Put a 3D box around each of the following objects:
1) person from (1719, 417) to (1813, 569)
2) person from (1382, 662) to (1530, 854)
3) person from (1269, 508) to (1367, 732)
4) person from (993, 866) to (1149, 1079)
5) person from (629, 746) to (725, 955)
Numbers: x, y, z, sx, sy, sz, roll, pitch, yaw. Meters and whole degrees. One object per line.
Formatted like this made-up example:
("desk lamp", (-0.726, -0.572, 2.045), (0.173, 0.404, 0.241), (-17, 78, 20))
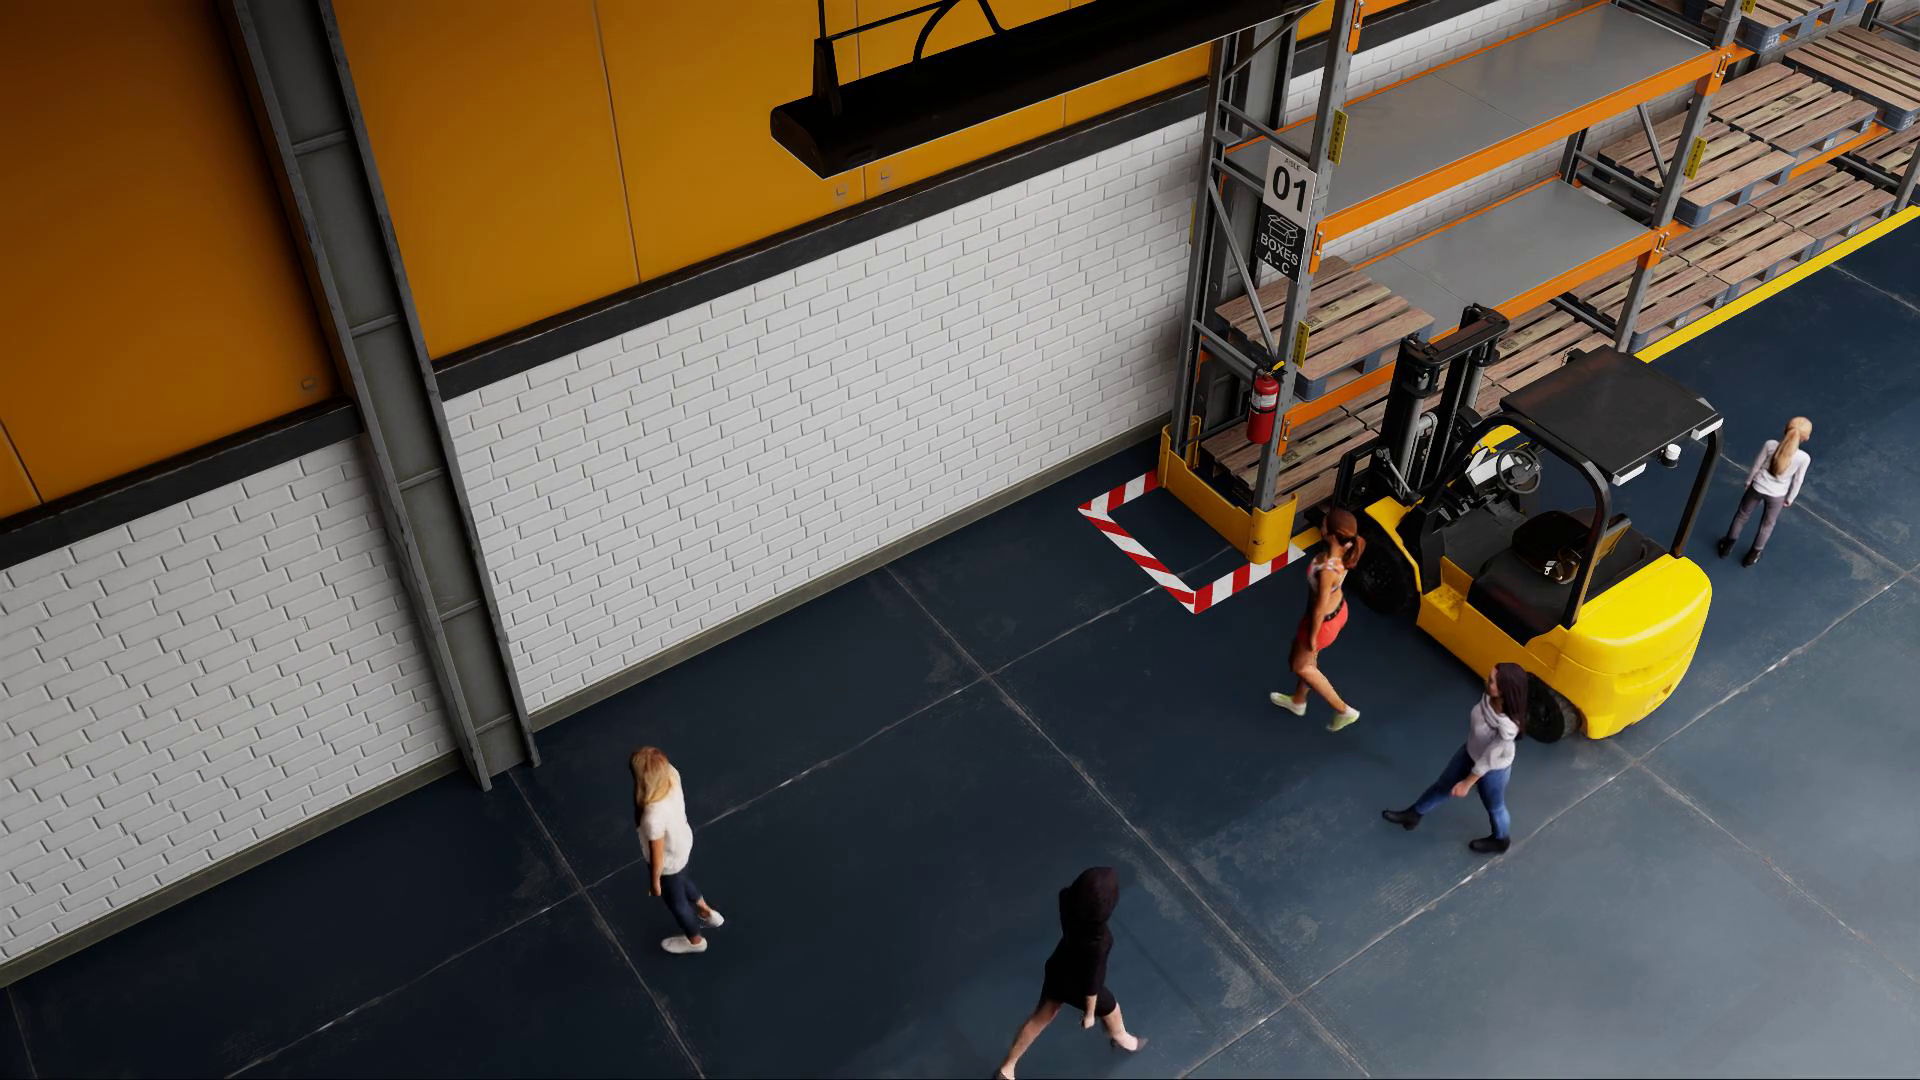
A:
("person", (5.660, -0.345, 11.657), (0.547, 1.277, 0.566), (26, 49, 25))
("person", (3.153, 1.315, 9.682), (1.087, 1.597, 0.967), (2, 44, 2))
("person", (2.330, 0.537, 10.370), (0.817, 1.776, 0.877), (25, 49, 24))
("person", (0.499, 2.308, 8.531), (1.189, 1.749, 0.731), (-17, 46, -17))
("person", (-1.496, 1.717, 9.115), (0.815, 1.799, 0.765), (2, 44, 2))
